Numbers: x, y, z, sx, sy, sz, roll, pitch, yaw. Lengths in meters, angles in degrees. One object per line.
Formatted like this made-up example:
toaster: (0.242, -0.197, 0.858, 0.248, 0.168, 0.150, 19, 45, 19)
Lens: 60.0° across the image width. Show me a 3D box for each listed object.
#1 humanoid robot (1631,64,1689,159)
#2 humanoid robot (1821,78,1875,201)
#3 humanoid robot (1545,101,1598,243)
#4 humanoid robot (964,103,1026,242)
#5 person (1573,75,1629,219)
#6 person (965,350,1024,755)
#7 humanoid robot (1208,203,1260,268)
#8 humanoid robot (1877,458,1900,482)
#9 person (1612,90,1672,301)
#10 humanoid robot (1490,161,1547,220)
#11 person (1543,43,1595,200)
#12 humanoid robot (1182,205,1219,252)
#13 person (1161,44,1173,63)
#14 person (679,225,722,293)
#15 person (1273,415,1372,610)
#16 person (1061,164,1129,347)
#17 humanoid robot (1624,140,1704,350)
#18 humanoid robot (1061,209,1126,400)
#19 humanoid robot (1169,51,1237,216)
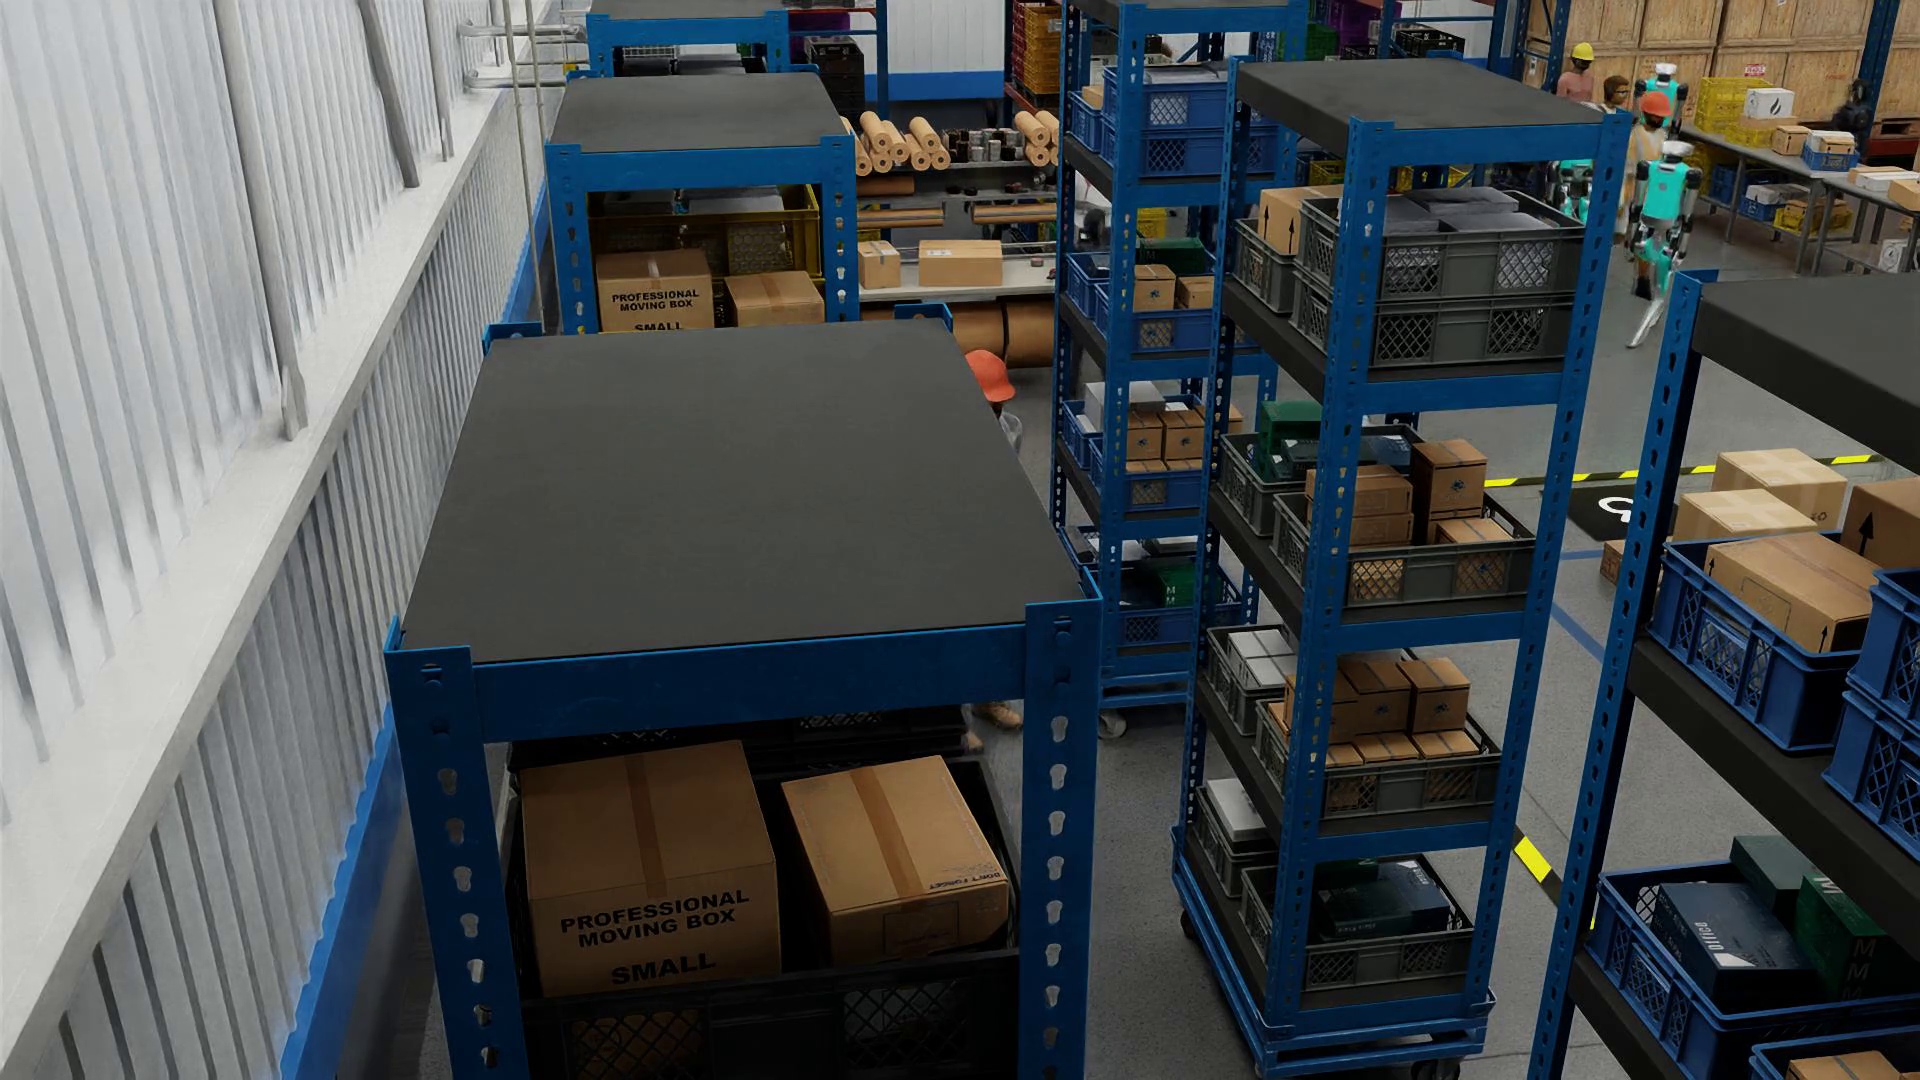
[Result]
humanoid robot: (7.333, -4.198, 17.659, 0.559, 1.731, 1.035, 10, 26, 20)
humanoid robot: (9.086, -3.979, 17.278, 0.589, 1.630, 0.642, -10, 26, -20)
humanoid robot: (5.660, -3.048, 15.166, 0.530, 1.760, 0.802, -1, 25, -1)
humanoid robot: (0.338, -3.396, 16.060, 0.612, 1.627, 0.781, -5, 25, -10)
person: (6.249, -3.620, 16.299, 0.336, 1.836, 0.502, 22, 32, 39)
person: (0.102, 0.057, 8.054, 0.370, 2.042, 0.613, 22, 32, 39)
humanoid robot: (2.299, -2.380, 13.809, 0.590, 1.628, 0.576, 15, 29, 29)
humanoid robot: (6.430, -1.053, 10.861, 0.808, 1.797, 0.535, -17, 30, -33)
person: (6.161, -3.193, 15.298, 0.555, 1.902, 0.879, -13, 28, -26)
humanoid robot: (5.184, -3.131, 15.423, 0.610, 1.651, 0.488, -5, 25, -11)
person: (6.881, -4.686, 18.701, 0.521, 1.762, 0.335, -12, 27, -25)
humanoid robot: (1.955, -2.547, 14.130, 0.667, 1.834, 0.550, 2, 25, 4)
person: (2.173, -4.590, 18.468, 0.654, 1.803, 0.682, 14, 28, 27)
person: (-2.070, -2.450, 13.762, 0.576, 1.825, 0.459, -4, 25, -10)
person: (1.785, 0.193, 7.984, 0.598, 1.850, 0.386, 0, 25, 0)
person: (1.114, -2.495, 13.755, 0.587, 1.914, 0.393, 16, 29, 30)
humanoid robot: (5.997, -2.536, 14.110, 0.540, 1.779, 1.024, 20, 31, 36)
humanoid robot: (1.006, -1.615, 12.155, 0.613, 1.646, 0.367, 4, 25, 9)
humanoid robot: (2.600, -4.322, 18.031, 0.820, 1.855, 0.534, -10, 26, -20)
